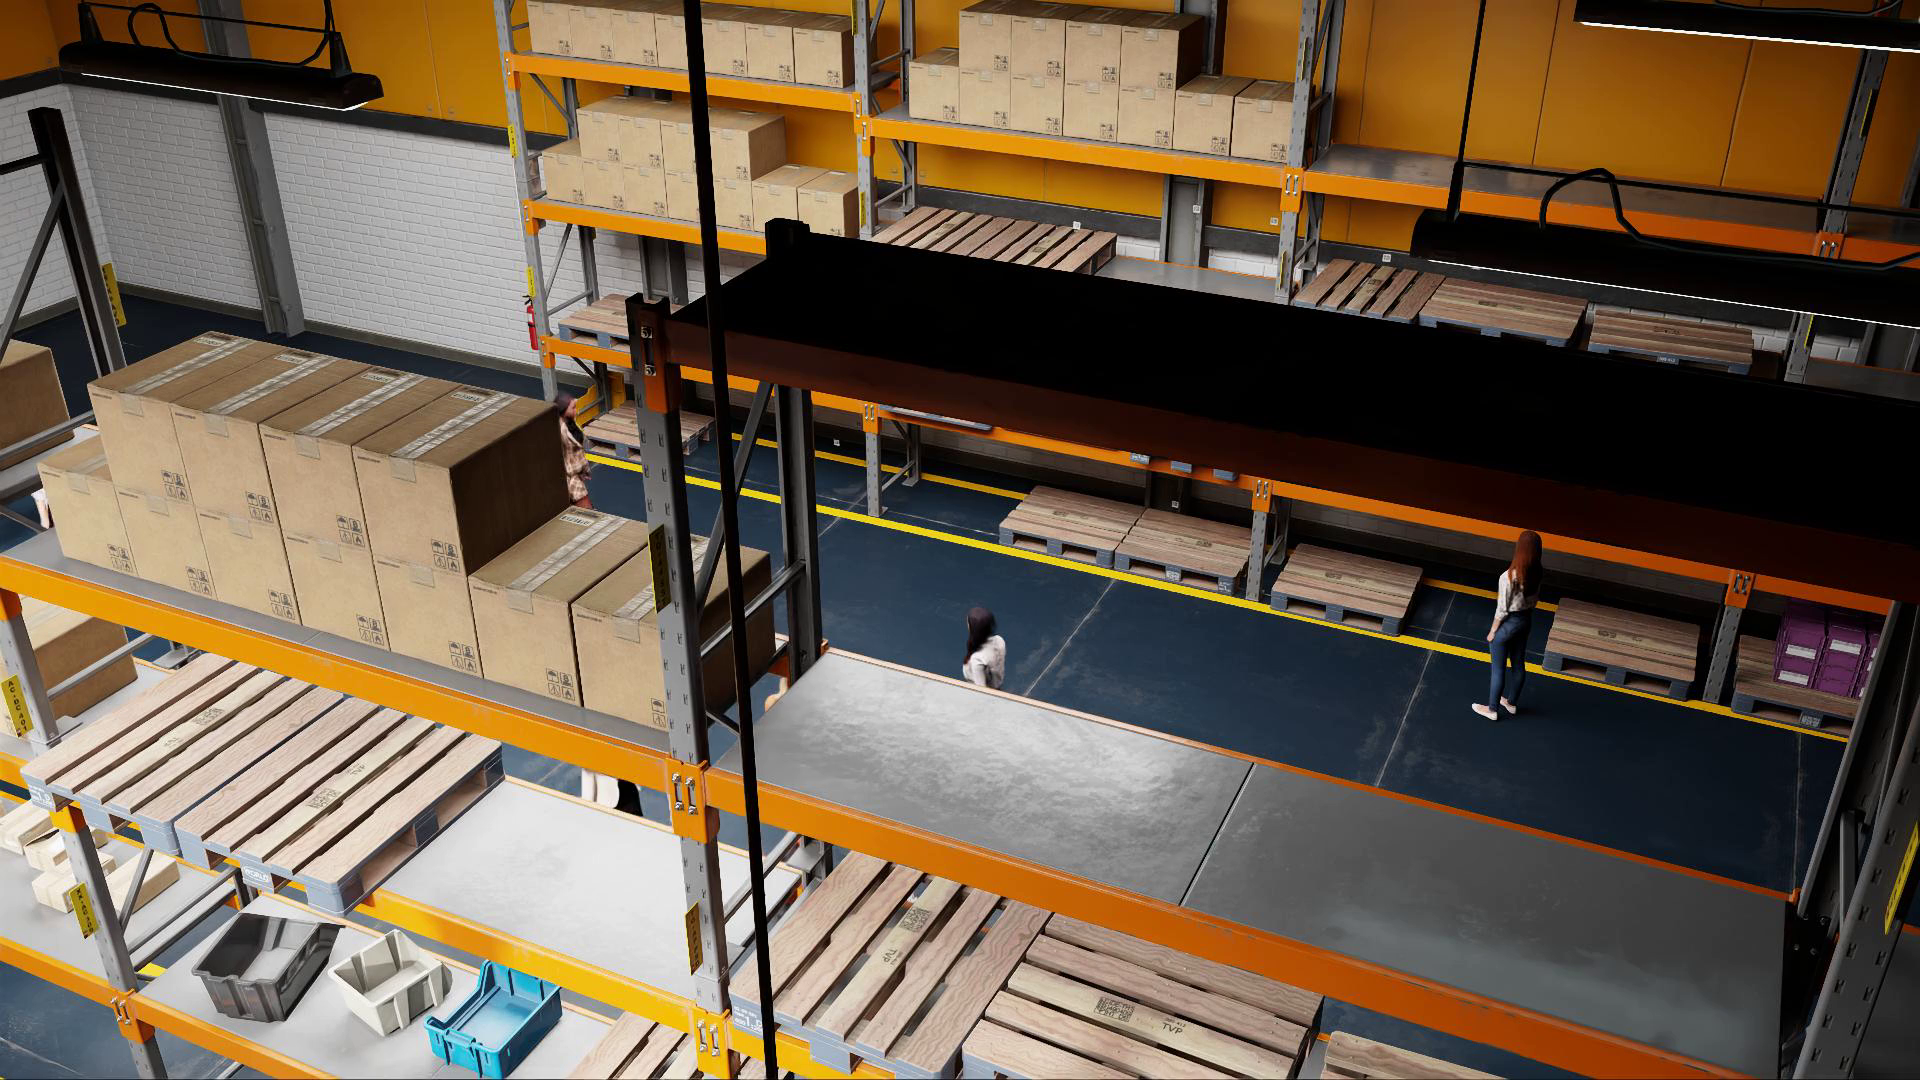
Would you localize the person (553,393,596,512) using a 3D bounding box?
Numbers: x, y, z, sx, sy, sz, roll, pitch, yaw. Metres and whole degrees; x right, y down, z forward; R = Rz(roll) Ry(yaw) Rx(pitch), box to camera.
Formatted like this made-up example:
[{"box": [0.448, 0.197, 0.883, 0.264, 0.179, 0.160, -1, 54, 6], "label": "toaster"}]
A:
[{"box": [-3.770, -0.579, 15.812, 0.712, 1.783, 0.670, 2, 29, 4], "label": "person"}]

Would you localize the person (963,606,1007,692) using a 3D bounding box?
[{"box": [0.183, 1.268, 12.461, 0.493, 1.750, 0.587, 12, 31, 21], "label": "person"}]

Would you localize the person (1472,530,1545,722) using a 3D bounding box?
[{"box": [4.509, 0.686, 13.550, 0.656, 1.729, 0.694, -13, 31, -23], "label": "person"}]
